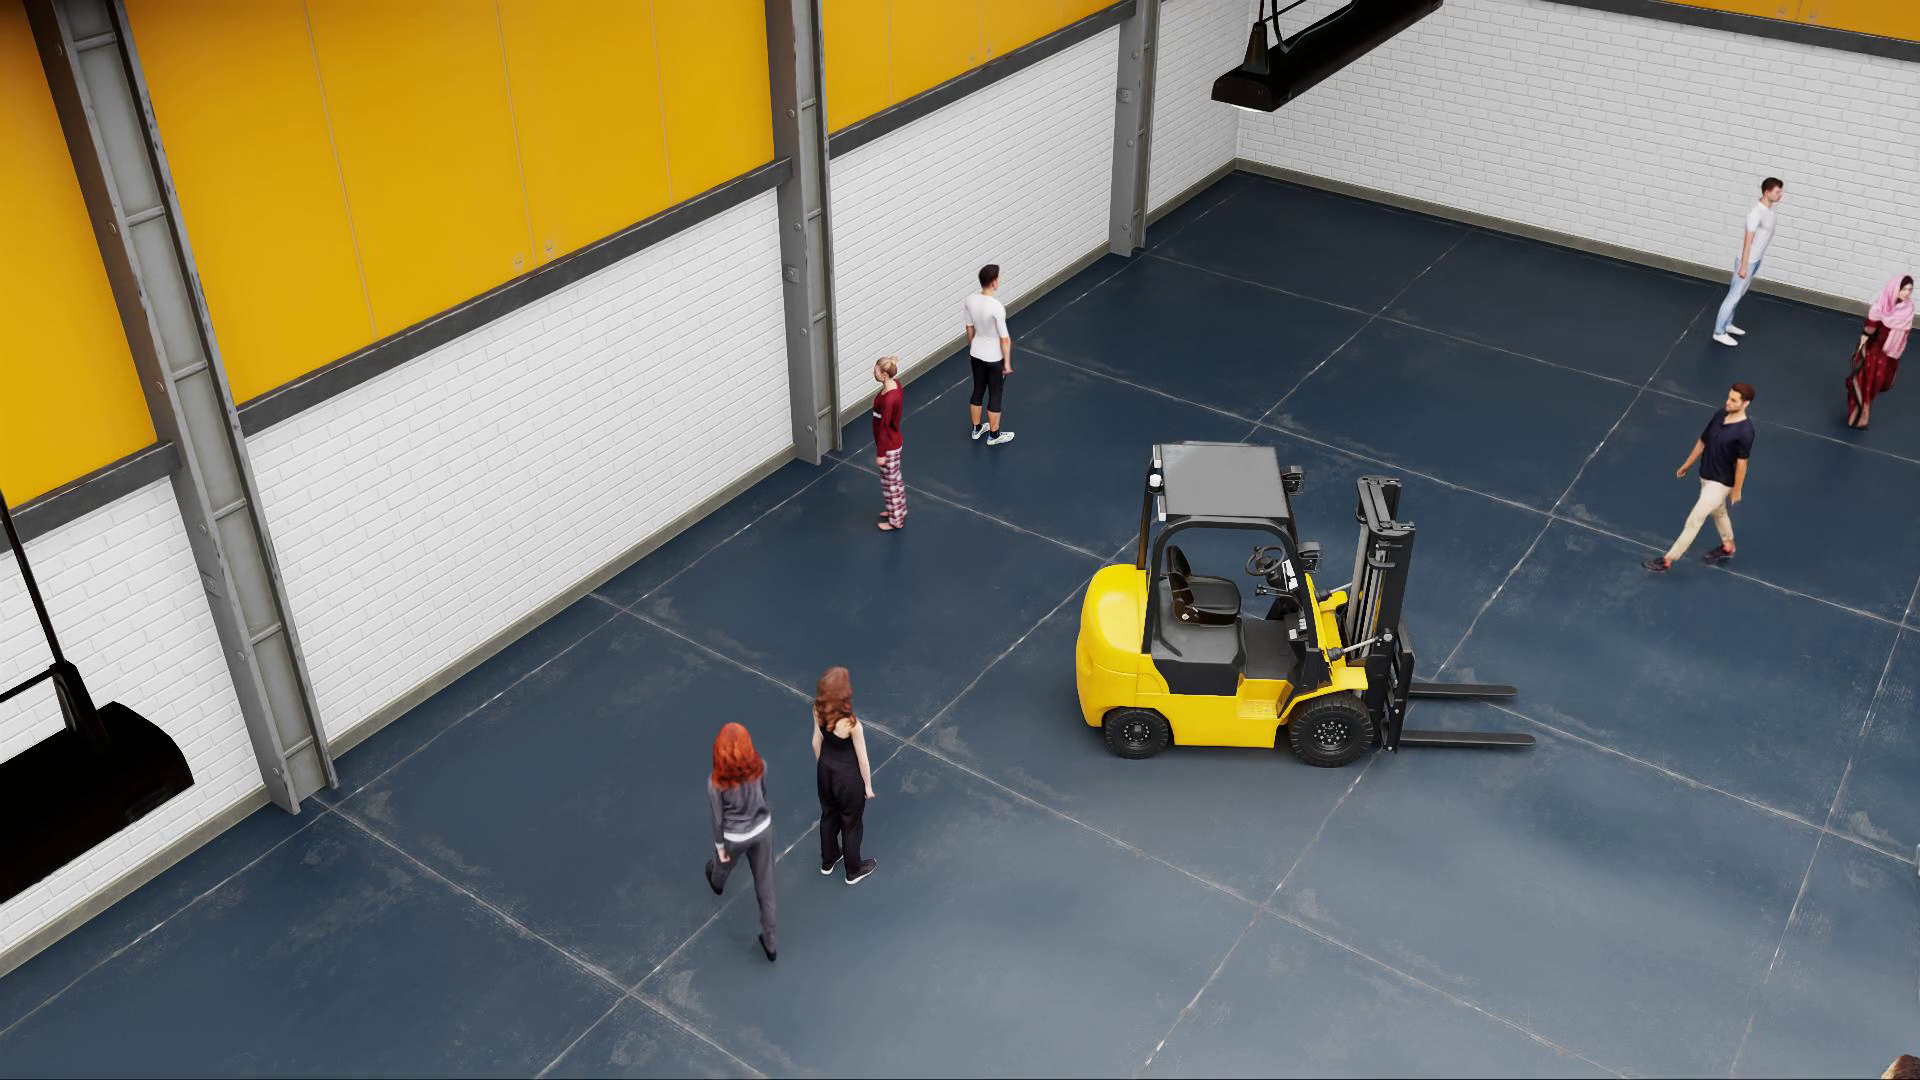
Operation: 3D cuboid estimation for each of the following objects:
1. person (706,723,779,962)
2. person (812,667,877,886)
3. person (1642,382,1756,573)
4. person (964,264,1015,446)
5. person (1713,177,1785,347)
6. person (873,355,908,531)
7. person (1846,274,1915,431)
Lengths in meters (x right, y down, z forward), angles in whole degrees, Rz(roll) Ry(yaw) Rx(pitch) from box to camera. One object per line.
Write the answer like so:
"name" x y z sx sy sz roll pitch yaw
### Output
"person" -1.317 1.953 10.556 1.130 1.729 1.013 -16 37 -22
"person" -0.811 1.567 11.121 0.599 1.746 0.514 19 38 26
"person" 6.540 -0.523 14.209 1.192 1.808 1.171 -4 34 -6
"person" 0.262 -1.794 16.080 0.699 1.854 0.612 28 43 35
"person" 8.513 -3.037 17.953 0.722 1.850 0.486 24 40 31
"person" -0.629 -0.874 14.833 0.739 1.702 0.627 1 34 1
"person" 9.058 -1.908 16.460 0.895 1.623 0.980 -1 34 -1
